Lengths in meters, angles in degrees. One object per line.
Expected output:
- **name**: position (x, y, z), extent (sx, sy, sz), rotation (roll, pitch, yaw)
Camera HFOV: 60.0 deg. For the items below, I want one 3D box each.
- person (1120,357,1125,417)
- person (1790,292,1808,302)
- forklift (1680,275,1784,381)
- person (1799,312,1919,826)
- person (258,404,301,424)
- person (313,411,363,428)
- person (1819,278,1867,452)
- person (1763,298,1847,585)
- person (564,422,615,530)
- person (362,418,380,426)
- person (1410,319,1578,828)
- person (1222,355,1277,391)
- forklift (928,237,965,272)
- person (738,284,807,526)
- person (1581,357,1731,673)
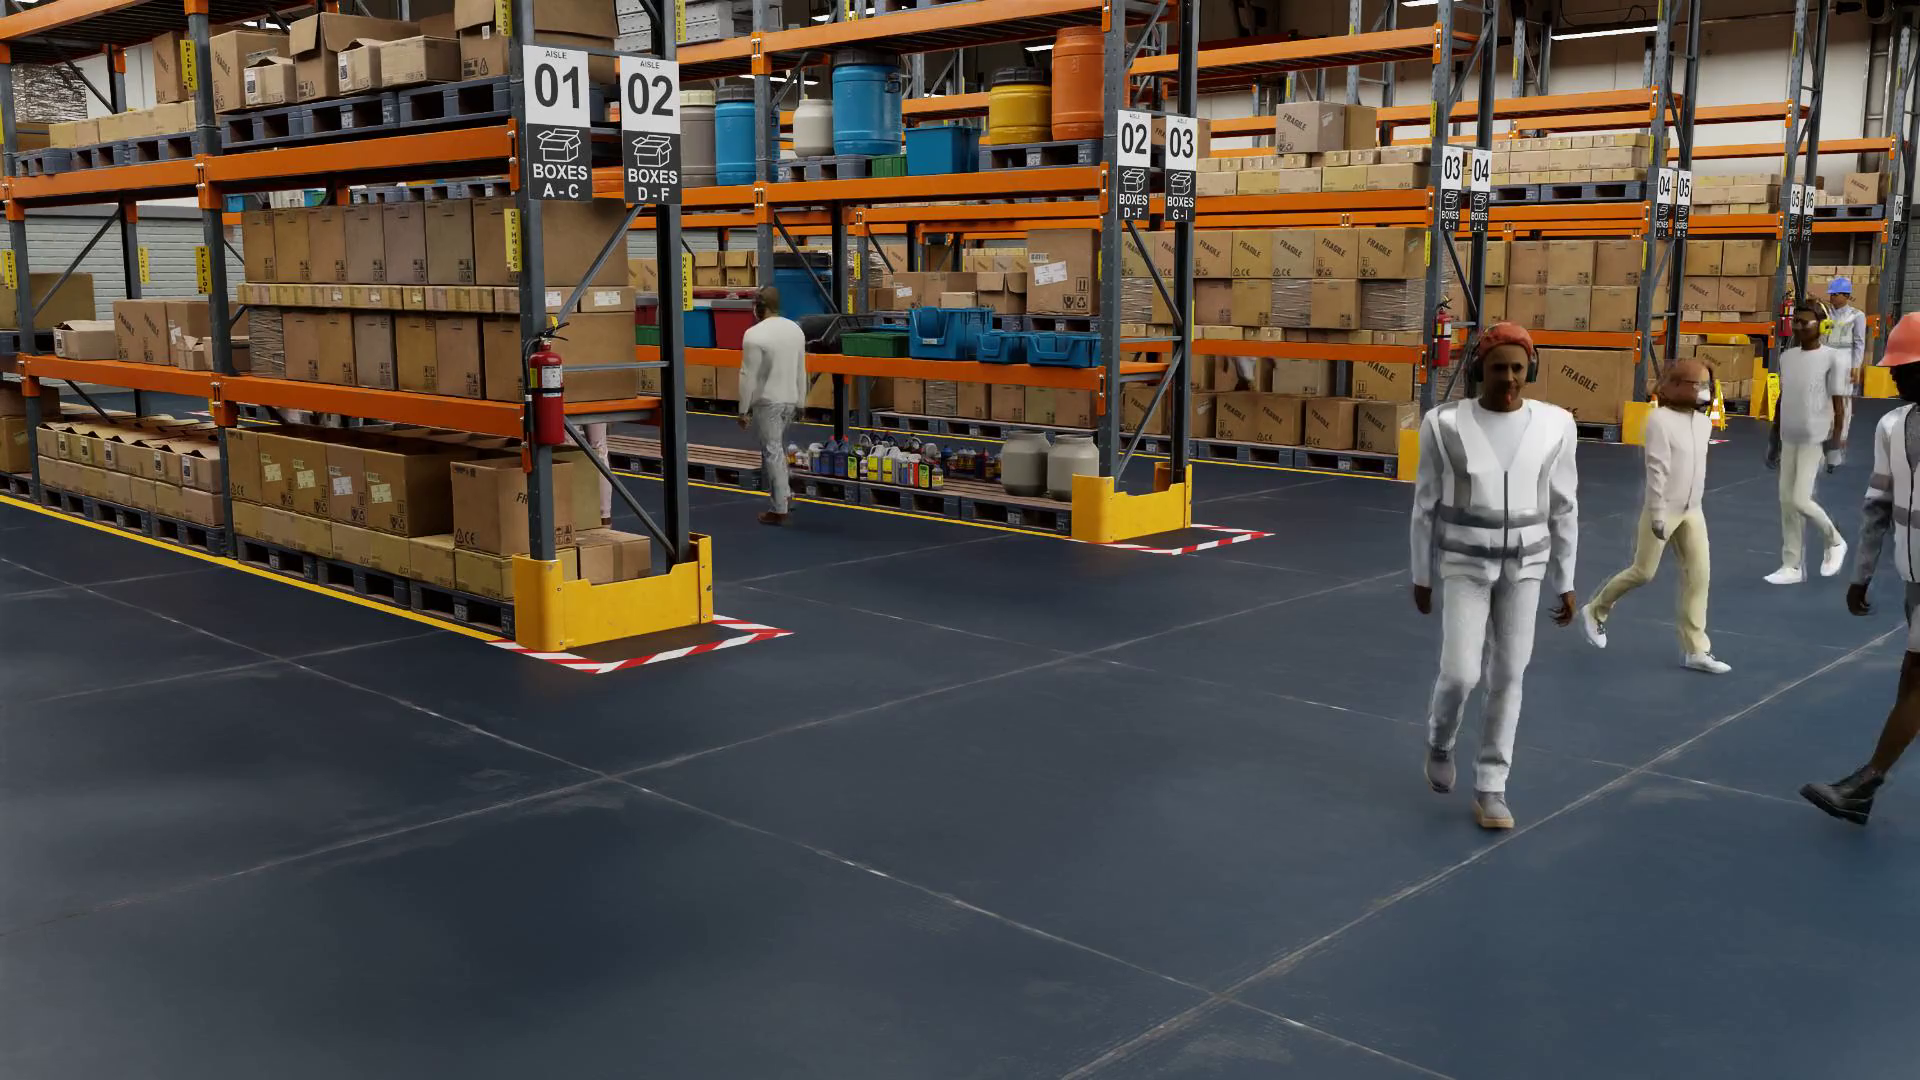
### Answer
- **person**: position (1.888, -2.605, 23.122), extent (0.930, 1.802, 0.620), rotation (7, 12, 39)
- **person**: position (12.657, -2.914, 25.158), extent (0.305, 1.745, 0.483), rotation (4, 10, 25)
- **forklift**: position (12.480, -3.427, 27.053), extent (1.214, 2.155, 2.313), rotation (9, 13, 43)
- **person**: position (3.501, 0.120, 6.117), extent (0.968, 1.883, 0.566), rotation (-2, 9, -11)
- **person**: position (-6.326, -1.485, 15.796), extent (1.019, 1.948, 0.609), rotation (5, 11, 30)
- **person**: position (-5.553, -1.293, 14.938), extent (0.587, 1.835, 0.404), rotation (-8, 13, -42)
- **person**: position (9.902, -1.983, 18.817), extent (0.396, 1.949, 0.602), rotation (-4, 10, -25)
- **person**: position (5.530, -0.633, 10.842), extent (0.468, 1.851, 0.502), rotation (-3, 10, -18)
- **person**: position (-2.969, -1.053, 12.976), extent (0.611, 1.995, 0.380), rotation (-5, 10, -27)
- **person**: position (-5.955, -1.624, 16.716), extent (0.981, 1.923, 0.617), rotation (6, 11, 33)
- **person**: position (1.969, 0.120, 6.168), extent (0.572, 1.869, 0.462), rotation (0, 9, 2)
- **person**: position (3.578, -2.290, 20.571), extent (0.629, 1.987, 1.042), rotation (-6, 11, -32)
- **forklift**: position (-0.326, -5.817, 39.609), extent (1.129, 2.768, 1.873), rotation (9, 13, 43)
- **person**: position (-1.537, -1.083, 13.373), extent (0.473, 1.923, 0.660), rotation (6, 11, 34)
- **person**: position (3.669, -0.158, 8.677), extent (0.496, 1.606, 0.780), rotation (-5, 10, -27)
